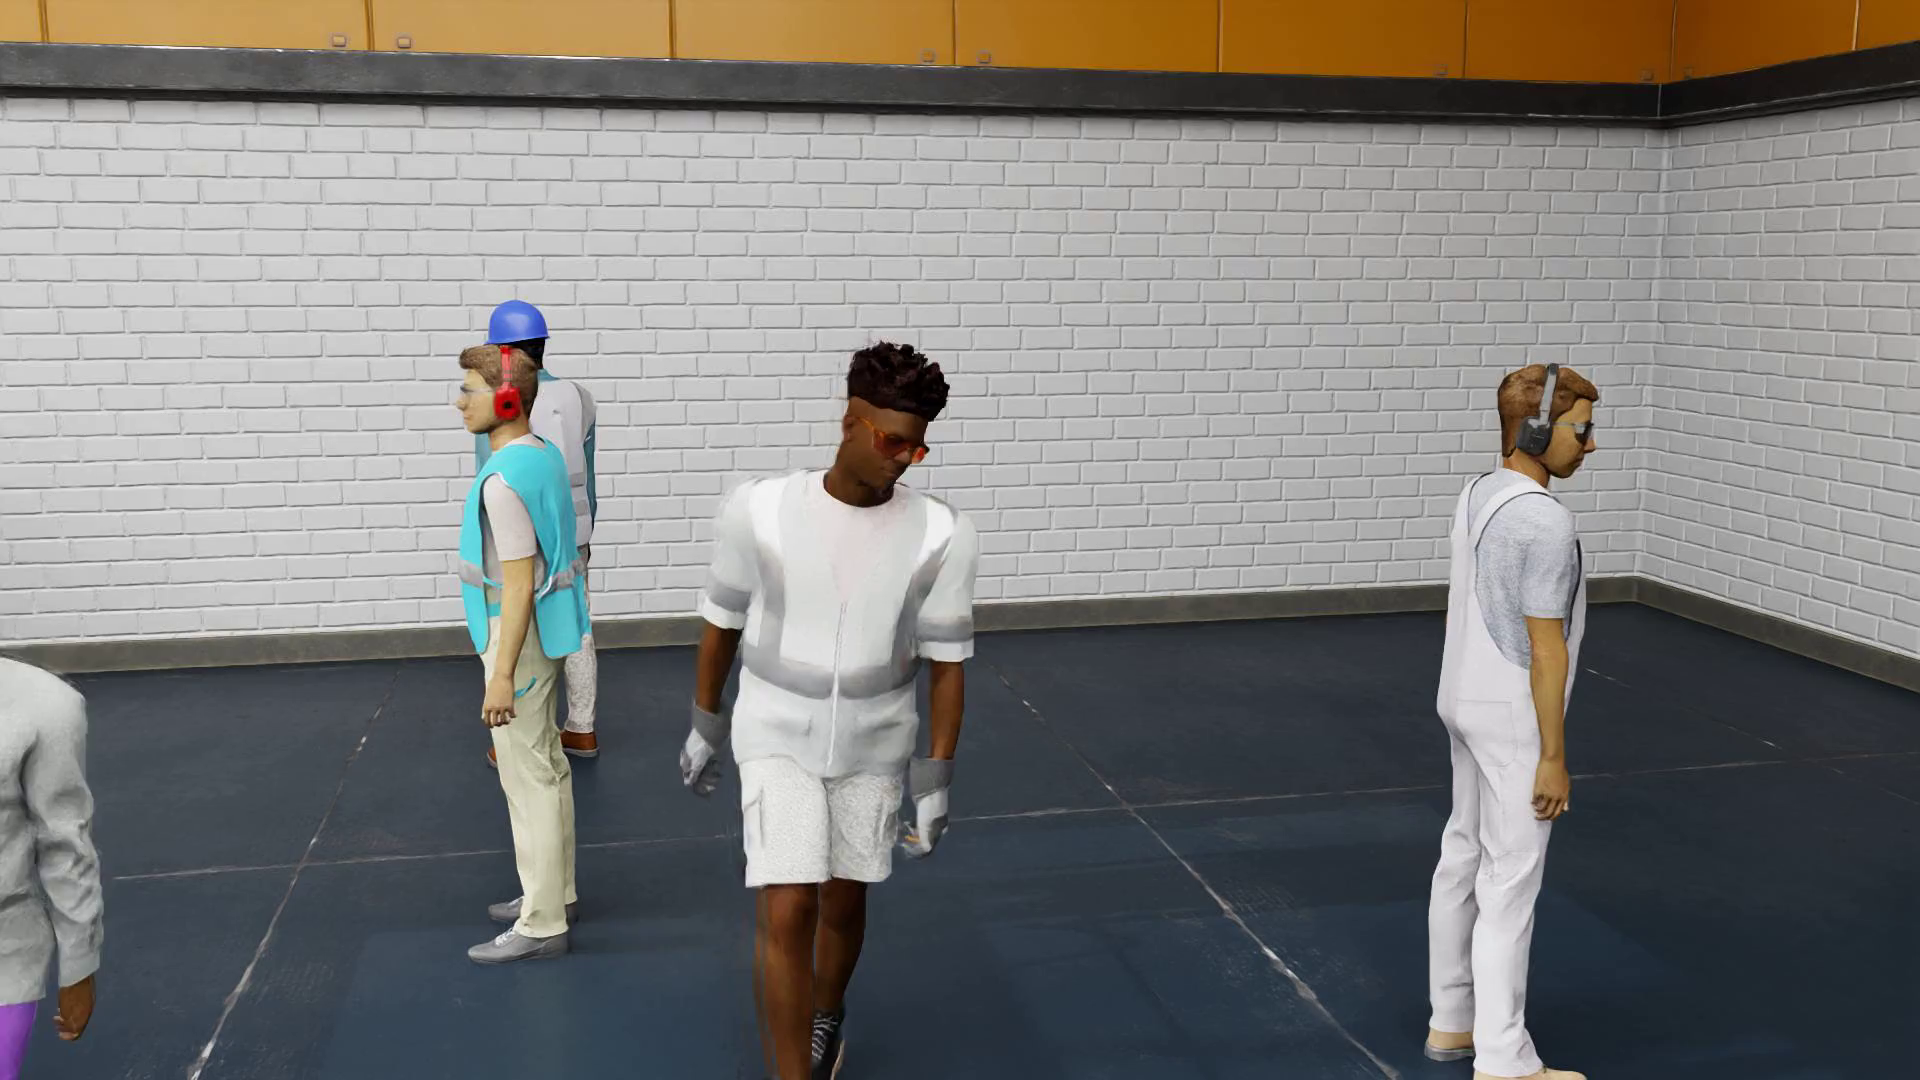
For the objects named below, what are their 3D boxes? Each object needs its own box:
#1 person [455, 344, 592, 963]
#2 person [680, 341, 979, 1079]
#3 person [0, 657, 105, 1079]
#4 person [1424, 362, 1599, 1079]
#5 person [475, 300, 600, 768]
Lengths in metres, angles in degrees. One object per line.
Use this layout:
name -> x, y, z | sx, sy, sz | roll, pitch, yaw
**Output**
person -> -1.307, 0.338, 5.003 | 0.376, 1.845, 0.571 | -1, 9, -4
person -> -0.300, 0.501, 3.827 | 0.688, 1.905, 0.894 | -1, 9, -9
person -> -1.840, 0.737, 2.984 | 0.560, 1.715, 0.866 | -3, 10, -16
person -> 1.379, 0.480, 4.166 | 0.349, 1.840, 0.506 | -1, 9, -7
person -> -1.751, -0.012, 6.871 | 0.416, 1.939, 0.605 | 6, 11, 34
